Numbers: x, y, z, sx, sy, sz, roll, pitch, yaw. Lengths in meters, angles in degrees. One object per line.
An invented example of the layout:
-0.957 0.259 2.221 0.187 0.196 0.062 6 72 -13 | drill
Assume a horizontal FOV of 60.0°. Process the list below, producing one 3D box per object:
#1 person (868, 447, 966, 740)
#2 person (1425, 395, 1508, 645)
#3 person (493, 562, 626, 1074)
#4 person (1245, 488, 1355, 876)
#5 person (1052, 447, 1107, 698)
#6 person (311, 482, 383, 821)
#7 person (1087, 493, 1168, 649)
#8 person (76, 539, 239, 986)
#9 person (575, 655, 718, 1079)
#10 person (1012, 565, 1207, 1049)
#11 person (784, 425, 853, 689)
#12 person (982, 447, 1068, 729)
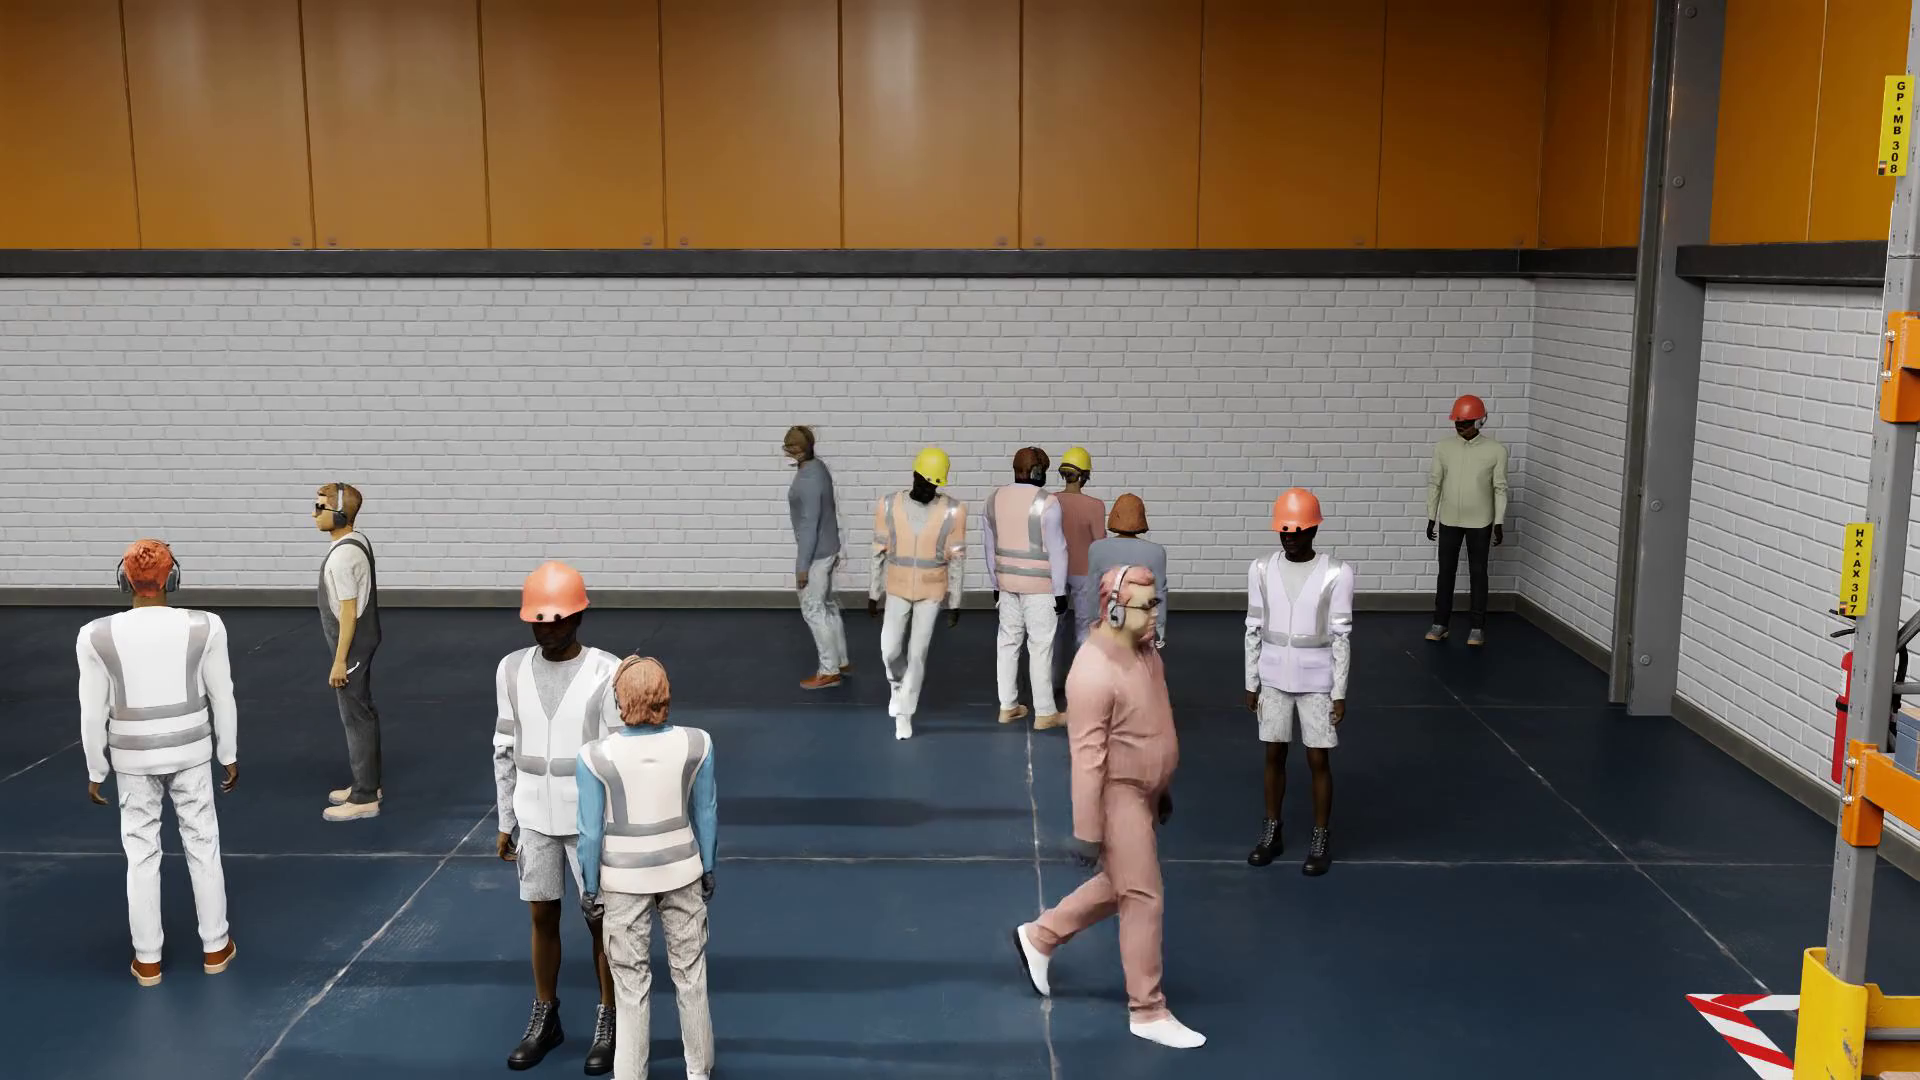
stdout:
-0.270 0.322 10.652 0.632 1.877 0.554 1 10 5 | person
4.000 -0.159 13.178 0.623 1.986 0.397 6 11 30 | person
-1.476 1.034 6.194 0.551 1.935 0.362 2 10 9 | person
1.656 0.698 8.233 0.540 1.931 0.382 5 11 28 | person
0.791 0.237 11.481 0.533 1.766 0.316 6 11 32 | person
-3.338 0.600 9.064 0.345 1.847 0.507 -2 10 -12 | person
1.020 0.527 10.123 0.502 1.636 0.277 3 10 20 | person
-3.347 0.927 6.989 0.587 1.882 0.342 -5 11 -26 | person
-1.110 1.223 5.944 0.514 1.641 0.315 -4 10 -25 | person
0.583 1.010 6.513 0.787 1.881 0.648 3 10 19 | person
-1.013 0.117 11.814 0.473 1.896 0.735 0 9 2 | person
0.455 0.309 10.838 0.620 1.837 0.429 7 12 38 | person
